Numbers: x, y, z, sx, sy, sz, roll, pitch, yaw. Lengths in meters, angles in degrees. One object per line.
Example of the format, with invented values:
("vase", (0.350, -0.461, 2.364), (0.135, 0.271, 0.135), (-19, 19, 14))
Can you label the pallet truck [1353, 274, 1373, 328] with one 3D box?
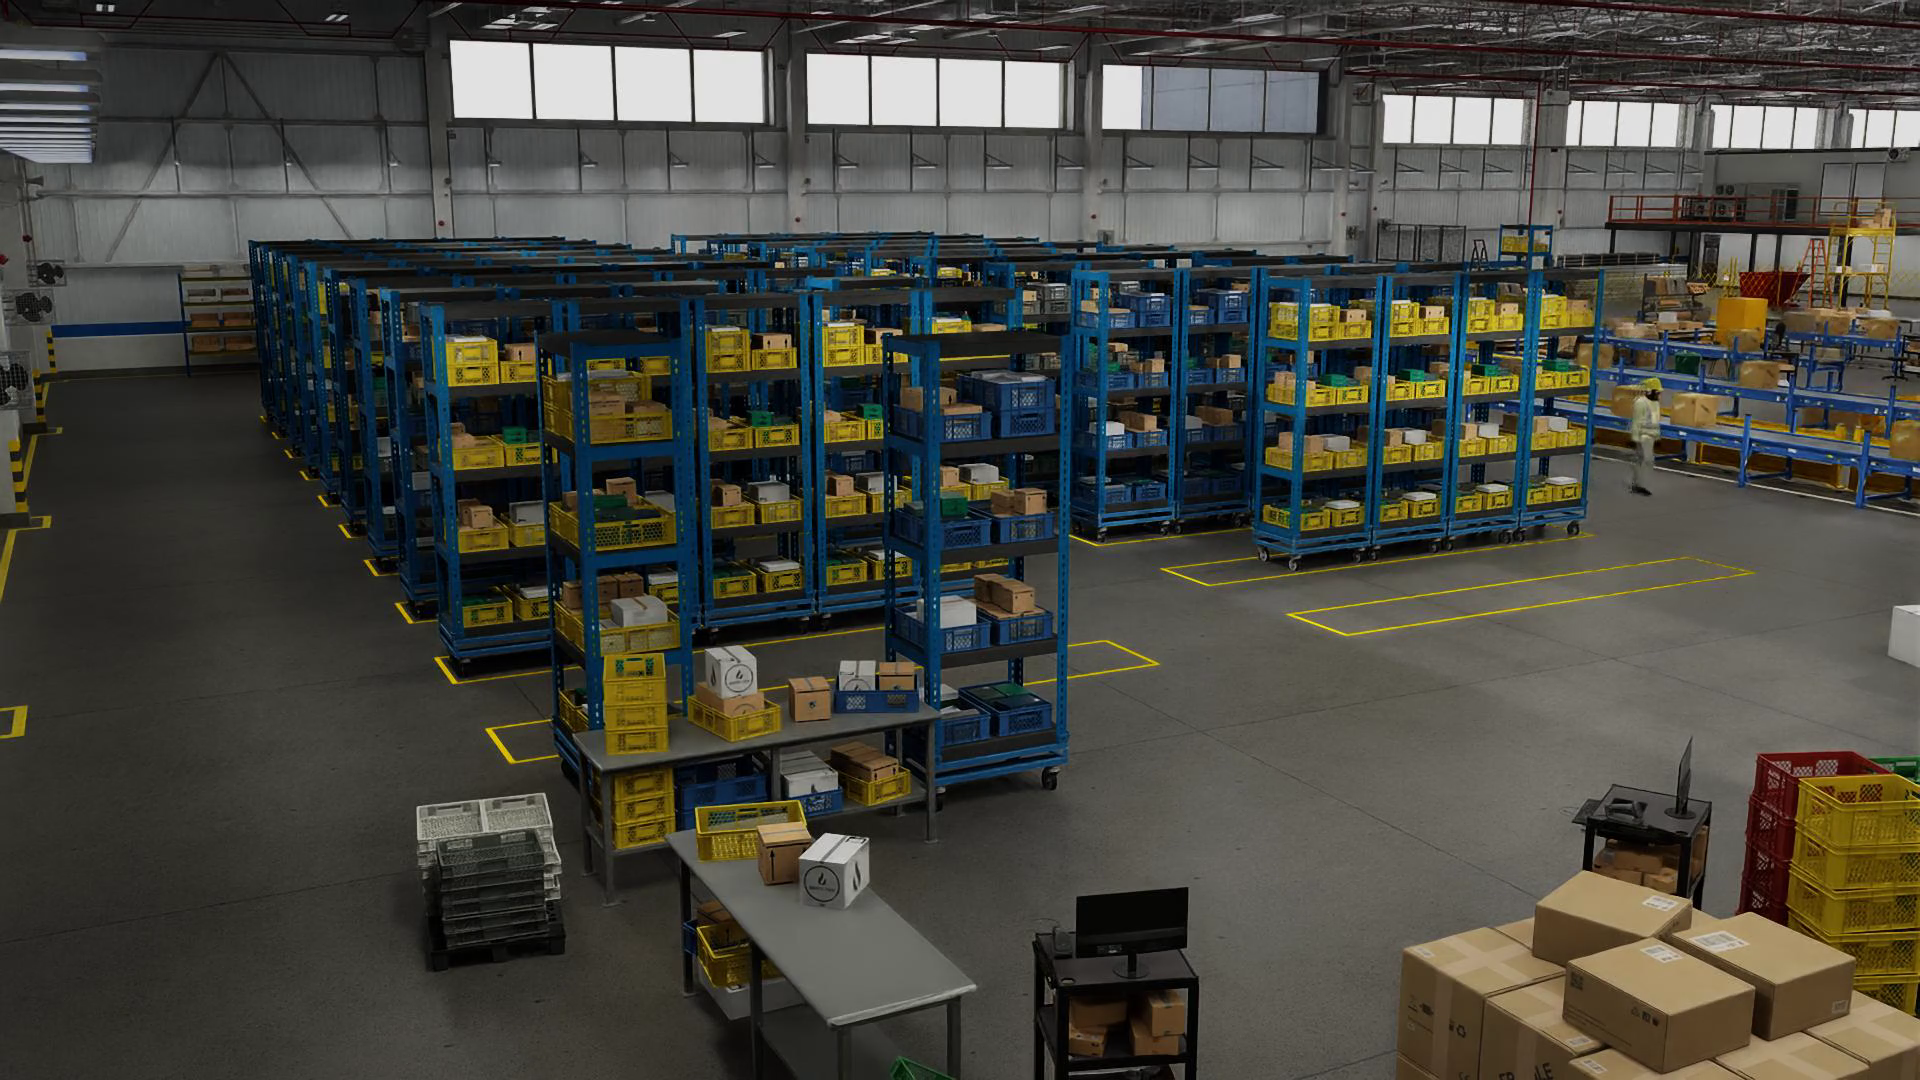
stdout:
("pallet truck", (13.011, -8.050, 55.243), (0.823, 1.965, 1.885), (-7, 14, -28))

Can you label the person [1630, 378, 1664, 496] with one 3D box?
("person", (10.503, -1.560, 25.309), (0.633, 1.811, 0.532), (-11, 16, -42))
